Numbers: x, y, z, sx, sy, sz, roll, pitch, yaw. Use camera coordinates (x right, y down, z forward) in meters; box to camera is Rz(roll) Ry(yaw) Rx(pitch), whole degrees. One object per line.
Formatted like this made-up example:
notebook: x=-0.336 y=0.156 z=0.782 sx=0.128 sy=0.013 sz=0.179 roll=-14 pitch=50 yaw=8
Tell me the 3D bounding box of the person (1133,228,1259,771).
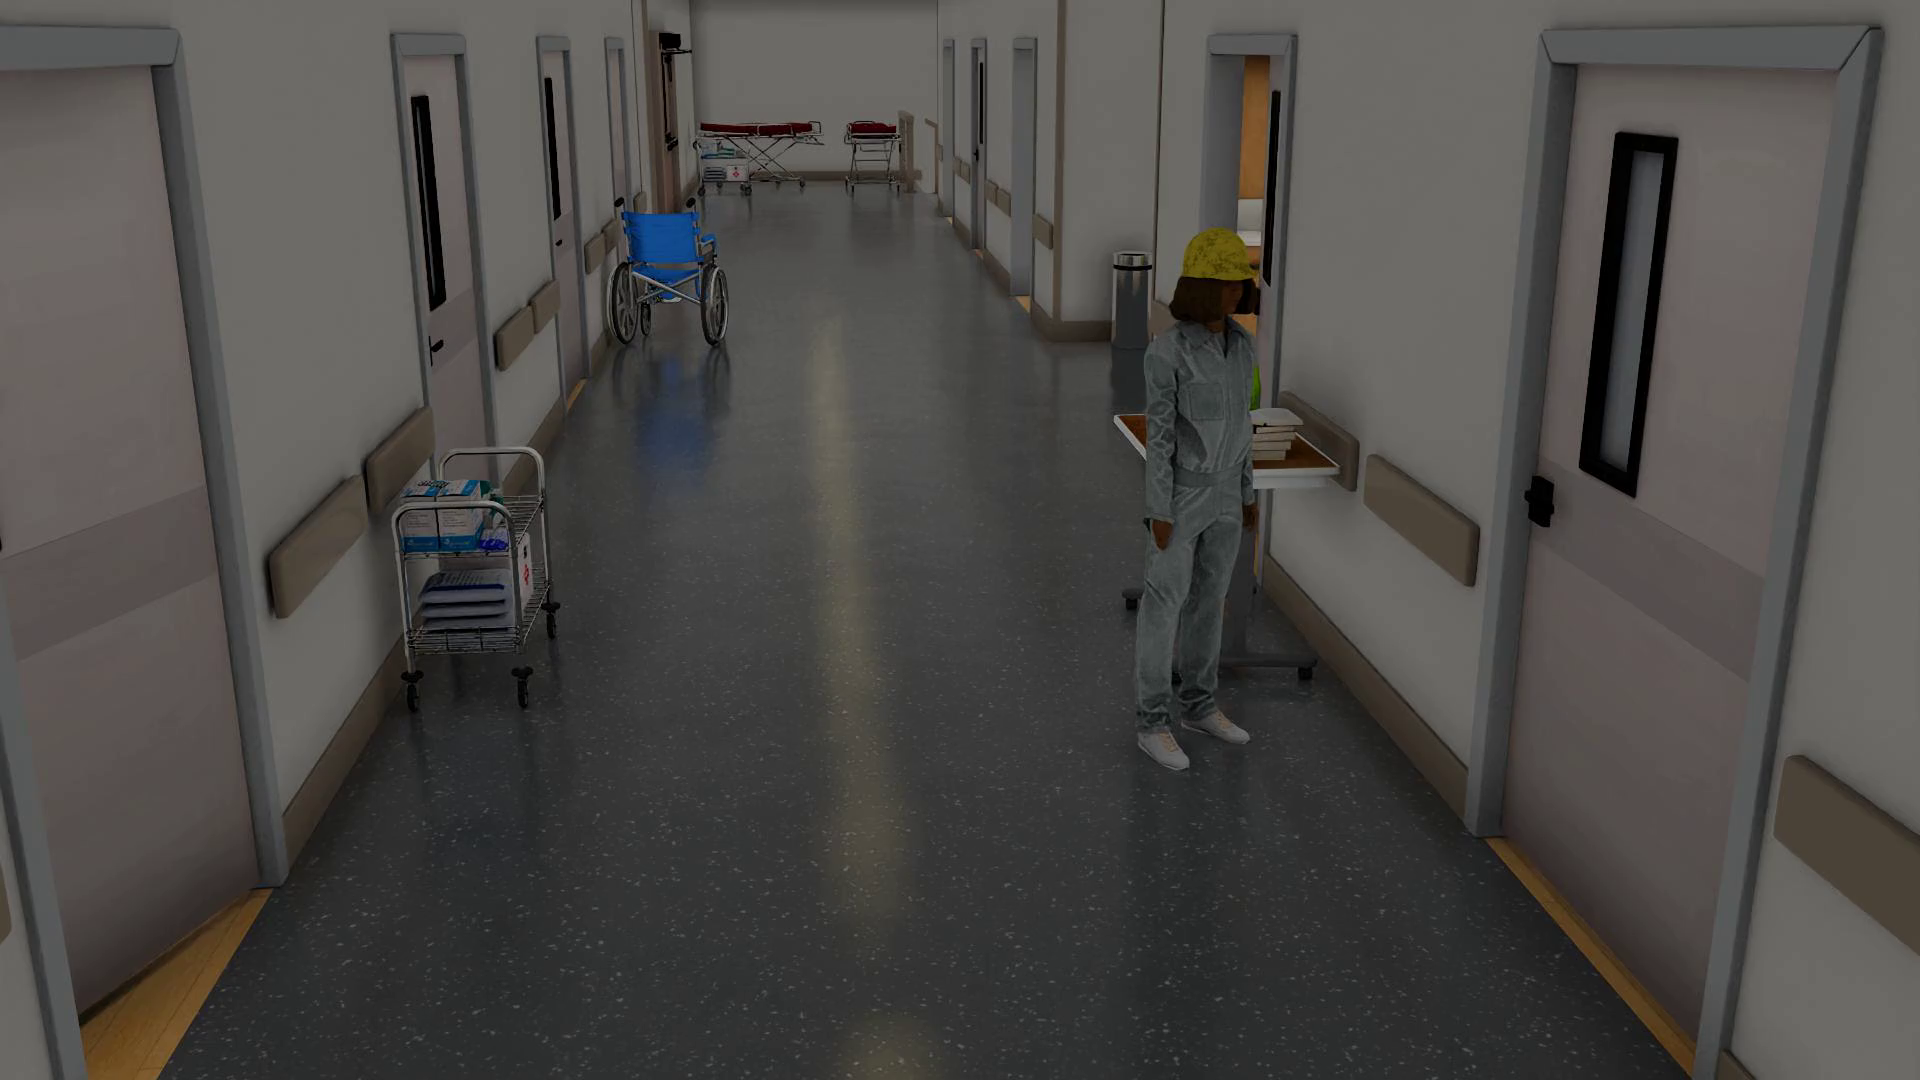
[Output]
person: x=0.794 y=-0.130 z=5.392 sx=0.484 sy=1.745 sz=0.297 roll=-14 pitch=22 yaw=-39
